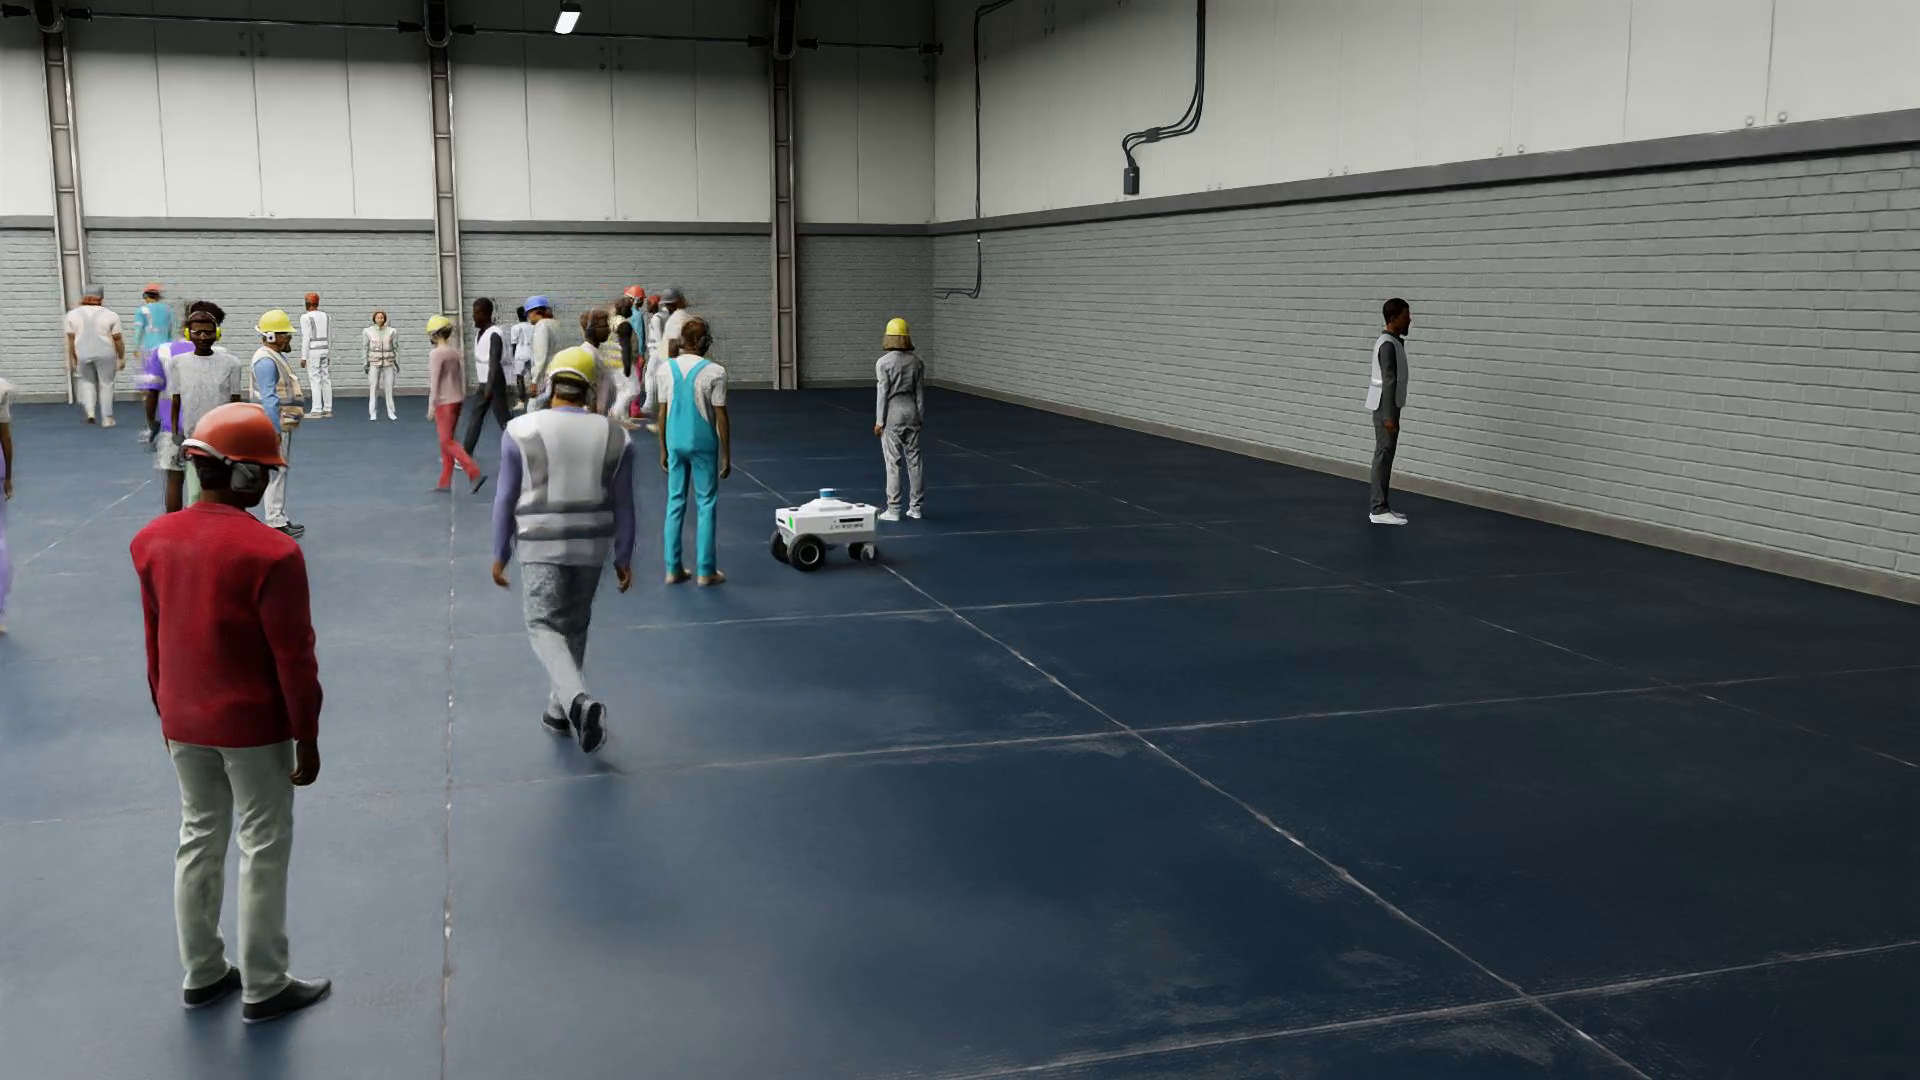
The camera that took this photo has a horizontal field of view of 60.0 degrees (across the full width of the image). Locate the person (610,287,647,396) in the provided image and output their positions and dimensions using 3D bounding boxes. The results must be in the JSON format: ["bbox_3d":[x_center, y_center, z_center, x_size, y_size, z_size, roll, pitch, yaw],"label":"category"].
[{"bbox_3d":[-5.813,-3.446,29.068,0.634,1.946,0.637,-6,11,-35],"label":"person"}]

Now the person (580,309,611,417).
[{"bbox_3d":[-2.951,-0.945,13.488,0.357,1.841,0.540,-2,9,-11],"label":"person"}]

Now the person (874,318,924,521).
[{"bbox_3d":[-0.532,-1.040,14.384,0.492,1.742,0.315,-7,11,-36],"label":"person"}]

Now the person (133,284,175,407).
[{"bbox_3d":[-13.199,-3.156,27.106,0.963,1.981,0.640,5,10,29],"label":"person"}]

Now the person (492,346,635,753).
[{"bbox_3d":[-1.724,0.047,7.331,0.618,1.785,0.768,-5,10,-31],"label":"person"}]

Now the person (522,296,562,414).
[{"bbox_3d":[-4.530,-1.688,18.052,0.704,1.891,0.635,1,9,3],"label":"person"}]

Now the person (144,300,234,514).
[{"bbox_3d":[-5.866,-0.850,12.642,0.731,1.927,0.461,-2,9,-15],"label":"person"}]

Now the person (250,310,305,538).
[{"bbox_3d":[-5.494,-0.933,13.421,0.403,1.830,0.601,-3,9,-17],"label":"person"}]

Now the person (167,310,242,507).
[{"bbox_3d":[-5.392,-0.712,11.929,0.516,1.860,0.346,-3,9,-19],"label":"person"}]

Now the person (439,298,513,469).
[{"bbox_3d":[-5.177,-1.685,18.134,0.952,1.875,0.606,-6,11,-33],"label":"person"}]

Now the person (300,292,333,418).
[{"bbox_3d":[-9.664,-2.763,24.942,0.356,1.883,0.573,3,9,19],"label":"person"}]

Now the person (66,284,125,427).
[{"bbox_3d":[-12.168,-2.616,23.499,0.700,2.000,0.538,-2,9,-10],"label":"person"}]

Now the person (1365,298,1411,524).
[{"bbox_3d":[3.664,-1.101,14.222,0.391,1.920,0.593,2,9,13],"label":"person"}]

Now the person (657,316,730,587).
[{"bbox_3d":[-1.802,-0.595,11.263,0.523,1.834,0.339,2,9,15],"label":"person"}]

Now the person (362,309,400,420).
[{"bbox_3d":[-8.551,-2.585,24.582,0.523,1.636,0.310,-5,10,-29],"label":"person"}]

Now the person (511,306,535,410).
[{"bbox_3d":[-6.911,-2.915,26.669,0.480,1.655,0.711,7,11,38],"label":"person"}]

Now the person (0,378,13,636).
[{"bbox_3d":[-5.814,-0.352,9.741,0.631,1.823,0.514,8,12,42],"label":"person"}]

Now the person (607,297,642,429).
[{"bbox_3d":[-4.627,-2.418,22.899,0.445,1.829,0.651,-4,10,-26],"label":"person"}]

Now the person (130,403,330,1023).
[{"bbox_3d":[-2.019,0.485,4.682,0.574,1.738,0.353,3,9,20],"label":"person"}]

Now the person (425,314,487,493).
[{"bbox_3d":[-4.933,-1.302,16.147,0.548,1.780,0.552,1,9,7],"label":"person"}]

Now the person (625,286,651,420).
[{"bbox_3d":[-4.822,-2.776,24.716,0.414,1.985,0.611,-6,11,-34],"label":"person"}]

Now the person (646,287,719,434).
[{"bbox_3d":[-3.628,-2.357,21.843,1.045,2.000,0.701,0,9,3],"label":"person"}]

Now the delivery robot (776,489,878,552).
[{"bbox_3d":[-0.959,-0.128,12.049,0.707,0.478,0.477,-4,10,-24],"label":"delivery robot"}]
